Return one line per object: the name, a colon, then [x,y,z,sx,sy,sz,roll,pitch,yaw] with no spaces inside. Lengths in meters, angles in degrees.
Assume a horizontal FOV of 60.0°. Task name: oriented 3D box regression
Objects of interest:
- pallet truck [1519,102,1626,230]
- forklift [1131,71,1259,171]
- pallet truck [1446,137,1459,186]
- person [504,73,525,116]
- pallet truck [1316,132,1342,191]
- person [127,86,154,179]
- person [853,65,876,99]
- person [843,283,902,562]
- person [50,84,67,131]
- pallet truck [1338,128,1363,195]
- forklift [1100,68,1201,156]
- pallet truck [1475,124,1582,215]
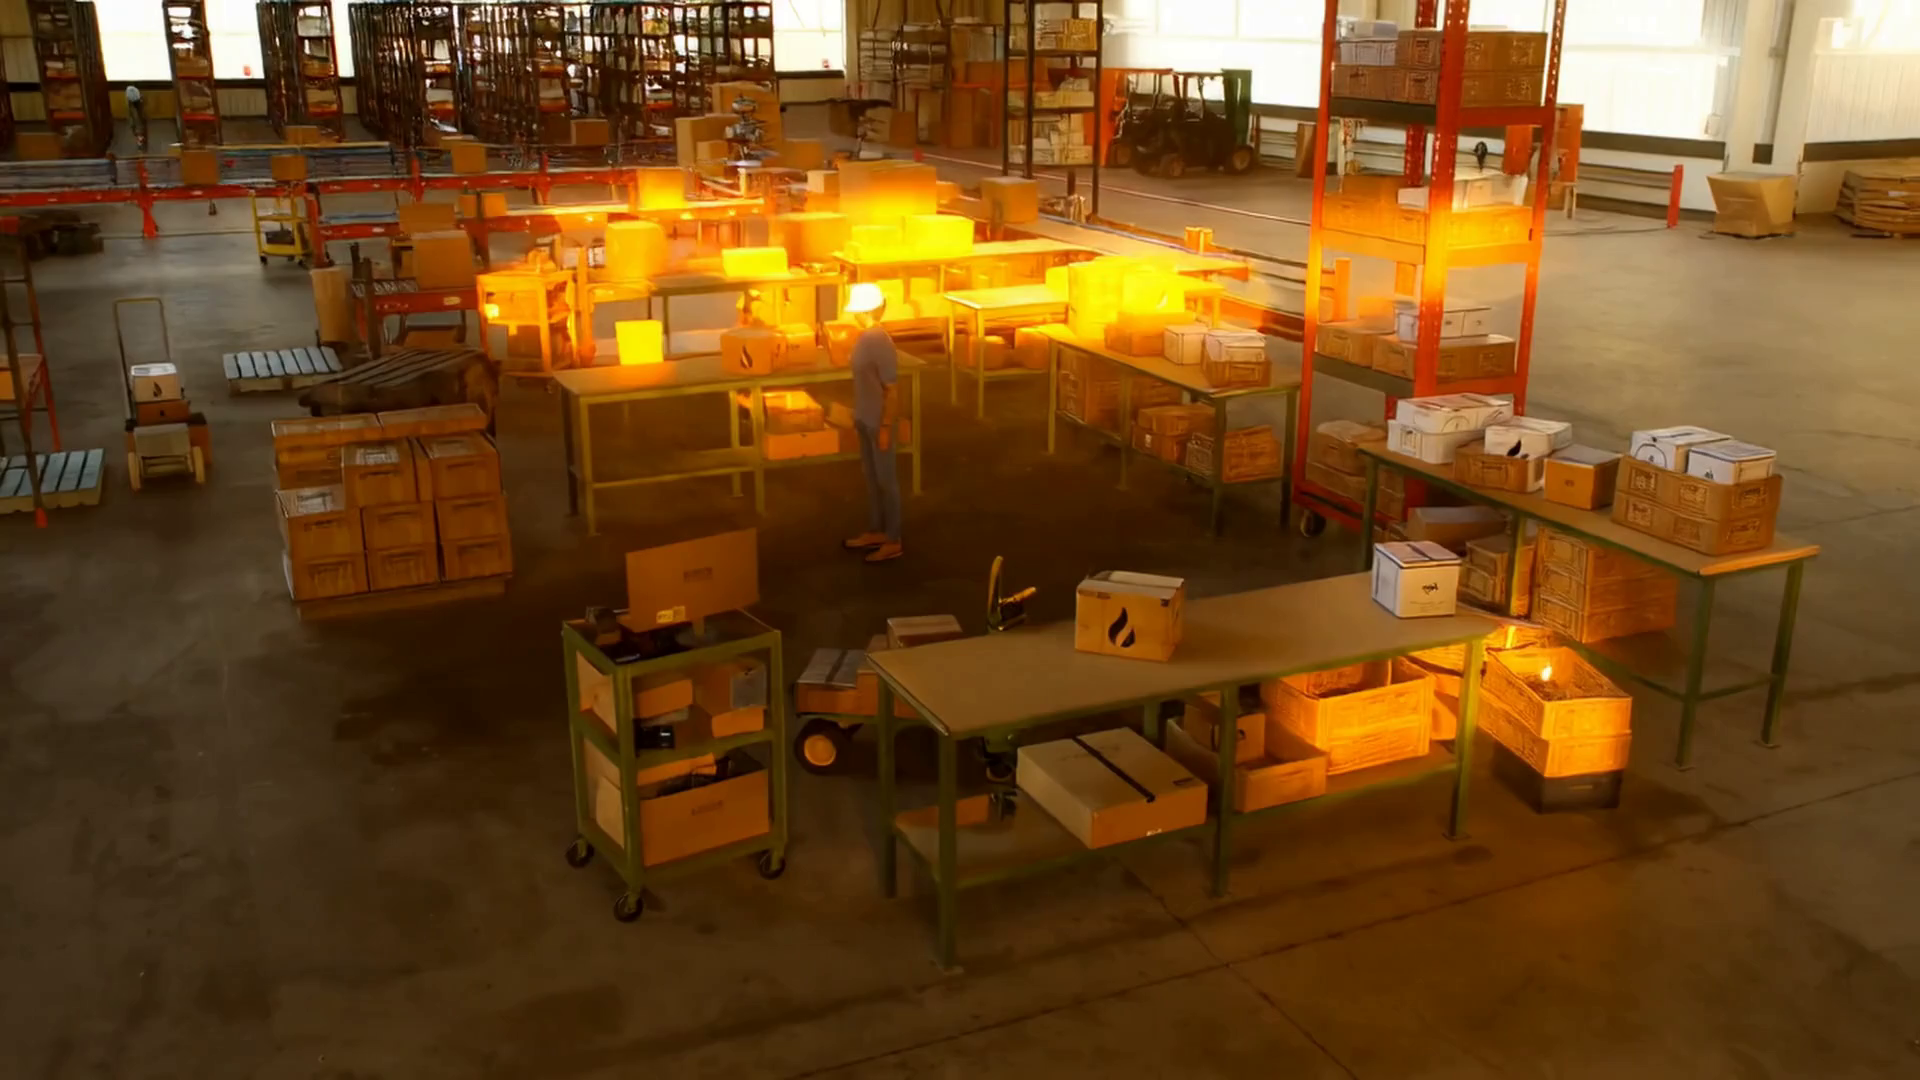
pallet truck: [9.972,-6.037,26.785,1.885,1.965,0.823,-9,20,-25]
forklift: [4.998,-8.936,35.413,2.680,1.987,1.157,-9,20,-25]
pallet truck: [9.184,-6.485,29.328,1.630,1.274,0.653,-8,19,-23]
person: [-14.866,-15.019,55.444,0.941,1.770,0.597,-13,22,-36]
pallet truck: [7.723,-7.504,32.656,1.601,1.201,0.680,-8,19,-23]
person: [-17.083,-8.475,34.621,0.401,1.904,0.640,-7,19,-22]
person: [-2.597,-11.877,45.208,0.622,1.978,0.579,-1,18,-2]
person: [-0.552,-0.740,10.483,0.329,1.764,0.524,-7,19,-22]
person: [-22.116,-10.453,40.954,0.395,1.839,0.564,-7,19,-22]
pallet truck: [7.845,-7.140,31.411,1.522,1.261,0.704,-9,20,-25]
forklift: [4.082,-9.564,37.410,2.680,1.987,1.157,-8,19,-23]
pallet truck: [9.707,-6.455,28.103,1.885,1.965,0.823,-7,19,-20]
